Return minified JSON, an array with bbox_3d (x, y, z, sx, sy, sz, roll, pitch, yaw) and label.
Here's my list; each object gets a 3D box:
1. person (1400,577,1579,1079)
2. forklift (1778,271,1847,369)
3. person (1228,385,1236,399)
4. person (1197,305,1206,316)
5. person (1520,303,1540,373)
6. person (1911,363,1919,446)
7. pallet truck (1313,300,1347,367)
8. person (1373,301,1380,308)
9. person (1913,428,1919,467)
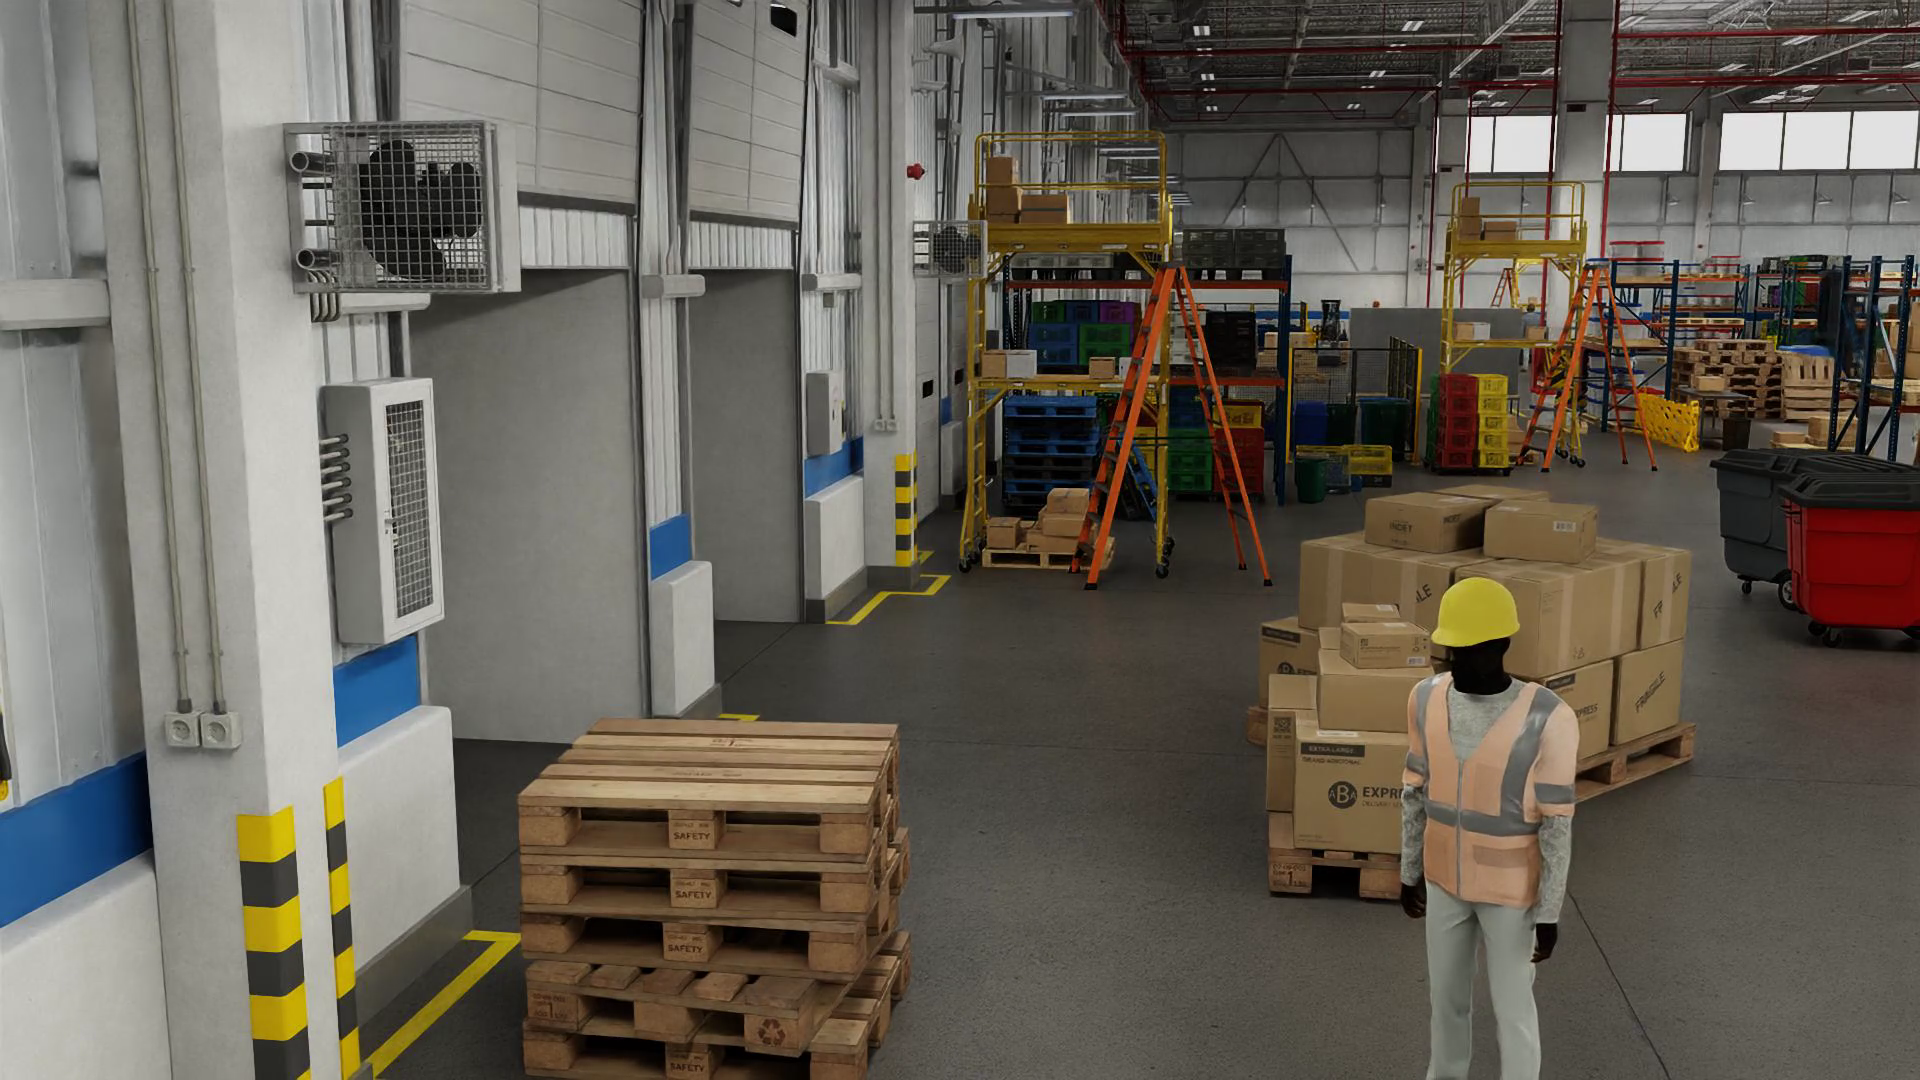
[{"bbox_3d":[1.615,1.058,5.209,0.398,1.918,0.586,-8,12,-41],"label":"person"},{"bbox_3d":[20.019,-4.798,38.359,1.873,2.768,1.129,1,9,9],"label":"forklift"},{"bbox_3d":[5.691,-3.606,34.854,0.313,1.633,0.522,-2,10,-14],"label":"person"},{"bbox_3d":[6.417,-5.319,44.510,0.543,1.929,0.387,-9,13,-43],"label":"person"},{"bbox_3d":[15.883,-5.625,46.354,0.628,1.940,0.373,-1,9,-6],"label":"person"},{"bbox_3d":[15.667,-2.362,26.853,0.485,1.737,0.320,-4,10,-25],"label":"person"},{"bbox_3d":[11.159,-6.200,49.718,0.823,1.965,1.885,4,10,26],"label":"pallet truck"},{"bbox_3d":[13.148,-6.608,52.592,0.573,1.883,0.354,-8,12,-42],"label":"person"},{"bbox_3d":[10.199,-0.884,17.401,0.344,1.847,0.506,-2,9,-13],"label":"person"}]
